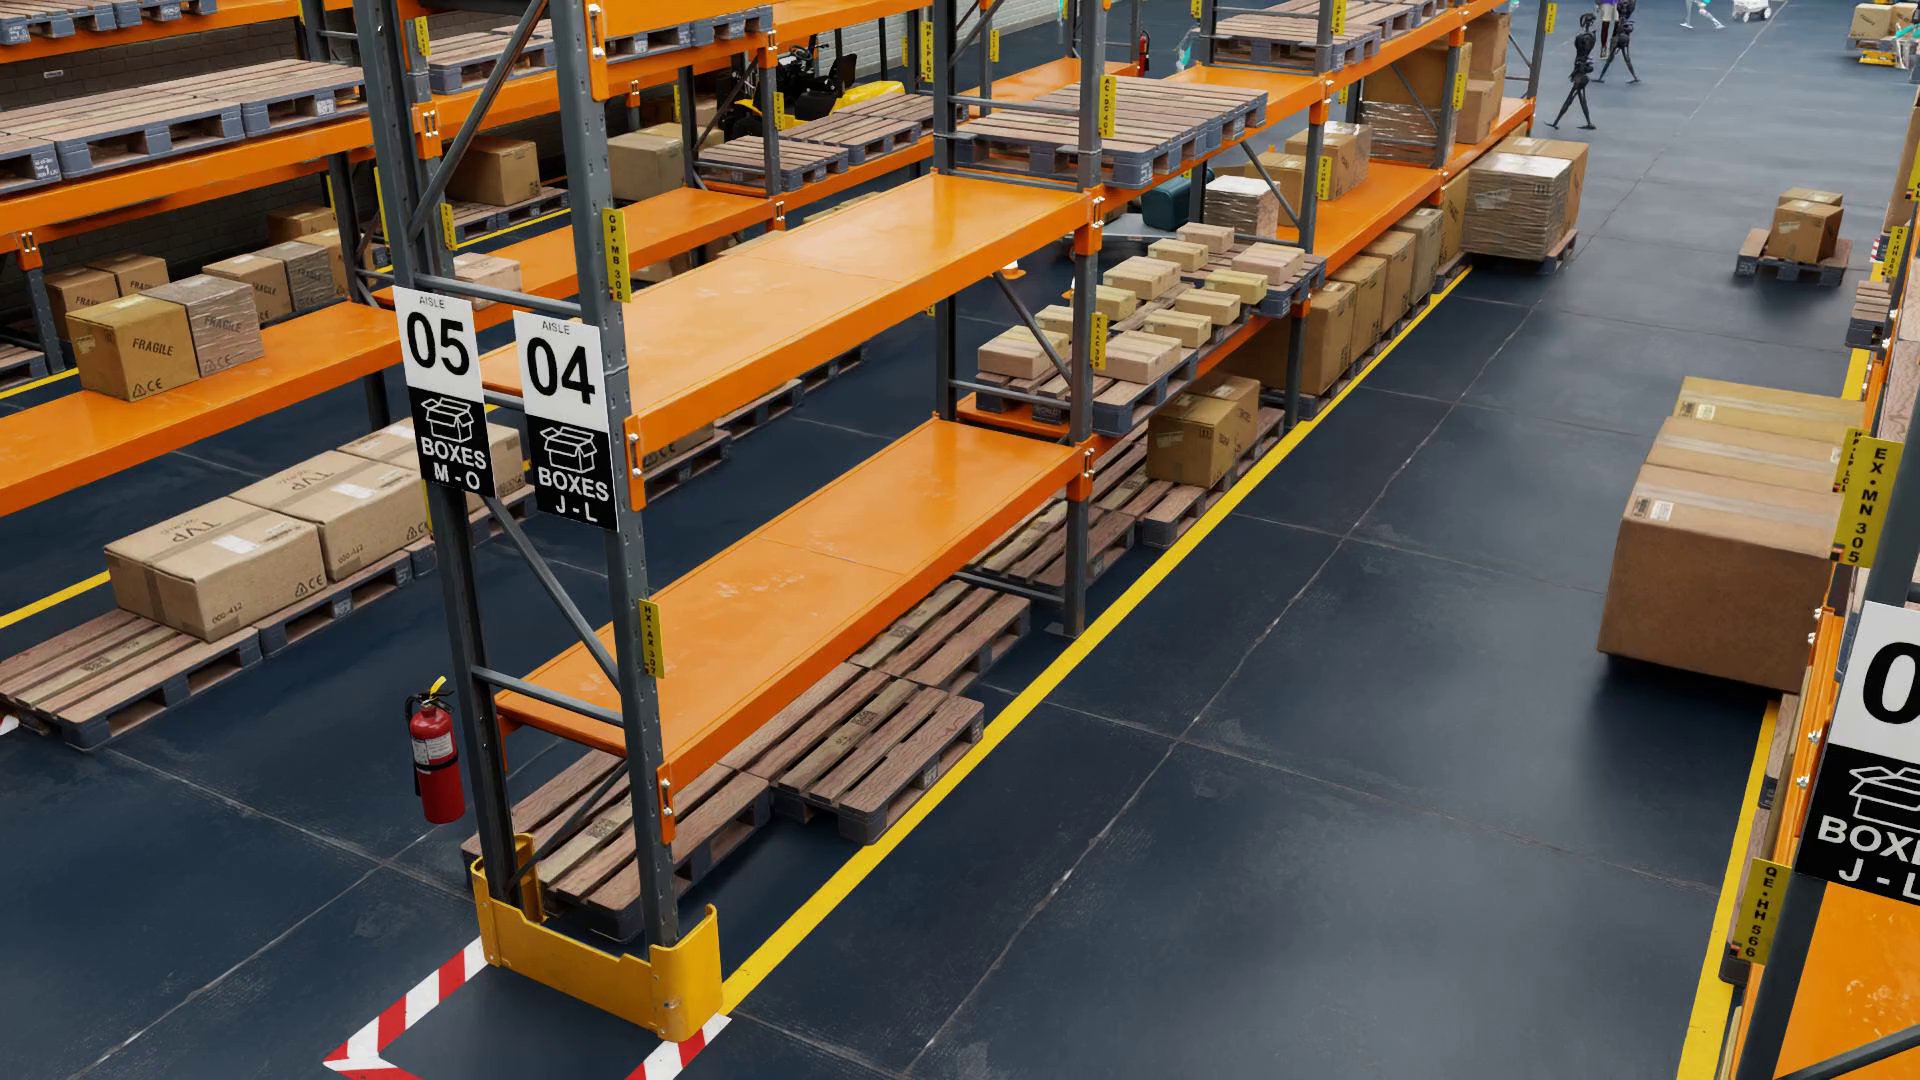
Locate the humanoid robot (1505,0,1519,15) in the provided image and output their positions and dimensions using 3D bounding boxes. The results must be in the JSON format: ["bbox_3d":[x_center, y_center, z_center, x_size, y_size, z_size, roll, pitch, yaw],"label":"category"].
[{"bbox_3d":[10.553,-10.727,31.977,0.756,1.800,0.545,-3,26,-6],"label":"humanoid robot"}]

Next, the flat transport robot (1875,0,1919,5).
[{"bbox_3d":[19.879,-11.178,34.568,0.659,0.231,1.431,-9,27,-19],"label":"flat transport robot"}]

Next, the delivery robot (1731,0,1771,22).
[{"bbox_3d":[15.741,-10.617,33.084,0.801,0.604,0.499,-16,30,-29],"label":"delivery robot"}]

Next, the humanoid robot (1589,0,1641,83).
[{"bbox_3d":[10.674,-8.174,26.764,0.801,1.619,0.587,11,28,22],"label":"humanoid robot"}]

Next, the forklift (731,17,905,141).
[{"bbox_3d":[-1.819,-5.975,21.543,2.313,2.155,1.214,14,29,26],"label":"forklift"}]

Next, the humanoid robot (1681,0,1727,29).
[{"bbox_3d":[14.222,-10.580,31.693,1.046,1.763,0.551,7,27,15],"label":"humanoid robot"}]

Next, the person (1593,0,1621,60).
[{"bbox_3d":[11.275,-9.285,28.692,0.639,1.949,0.440,9,27,17],"label":"person"}]

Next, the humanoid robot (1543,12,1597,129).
[{"bbox_3d":[8.752,-6.647,23.572,0.755,1.624,0.603,5,26,10],"label":"humanoid robot"}]

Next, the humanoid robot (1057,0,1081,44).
[{"bbox_3d":[1.936,-9.884,30.251,0.541,1.831,0.717,7,27,15],"label":"humanoid robot"}]

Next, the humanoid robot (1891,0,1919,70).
[{"bbox_3d":[15.960,-8.675,27.799,0.530,1.887,0.758,-12,28,-23],"label":"humanoid robot"}]

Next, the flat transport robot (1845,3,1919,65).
[{"bbox_3d":[16.056,-8.443,28.886,0.659,0.231,1.431,15,29,28],"label":"flat transport robot"}]

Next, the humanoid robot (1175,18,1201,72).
[{"bbox_3d":[3.611,-7.831,25.957,0.666,1.814,0.530,3,26,5],"label":"humanoid robot"}]
